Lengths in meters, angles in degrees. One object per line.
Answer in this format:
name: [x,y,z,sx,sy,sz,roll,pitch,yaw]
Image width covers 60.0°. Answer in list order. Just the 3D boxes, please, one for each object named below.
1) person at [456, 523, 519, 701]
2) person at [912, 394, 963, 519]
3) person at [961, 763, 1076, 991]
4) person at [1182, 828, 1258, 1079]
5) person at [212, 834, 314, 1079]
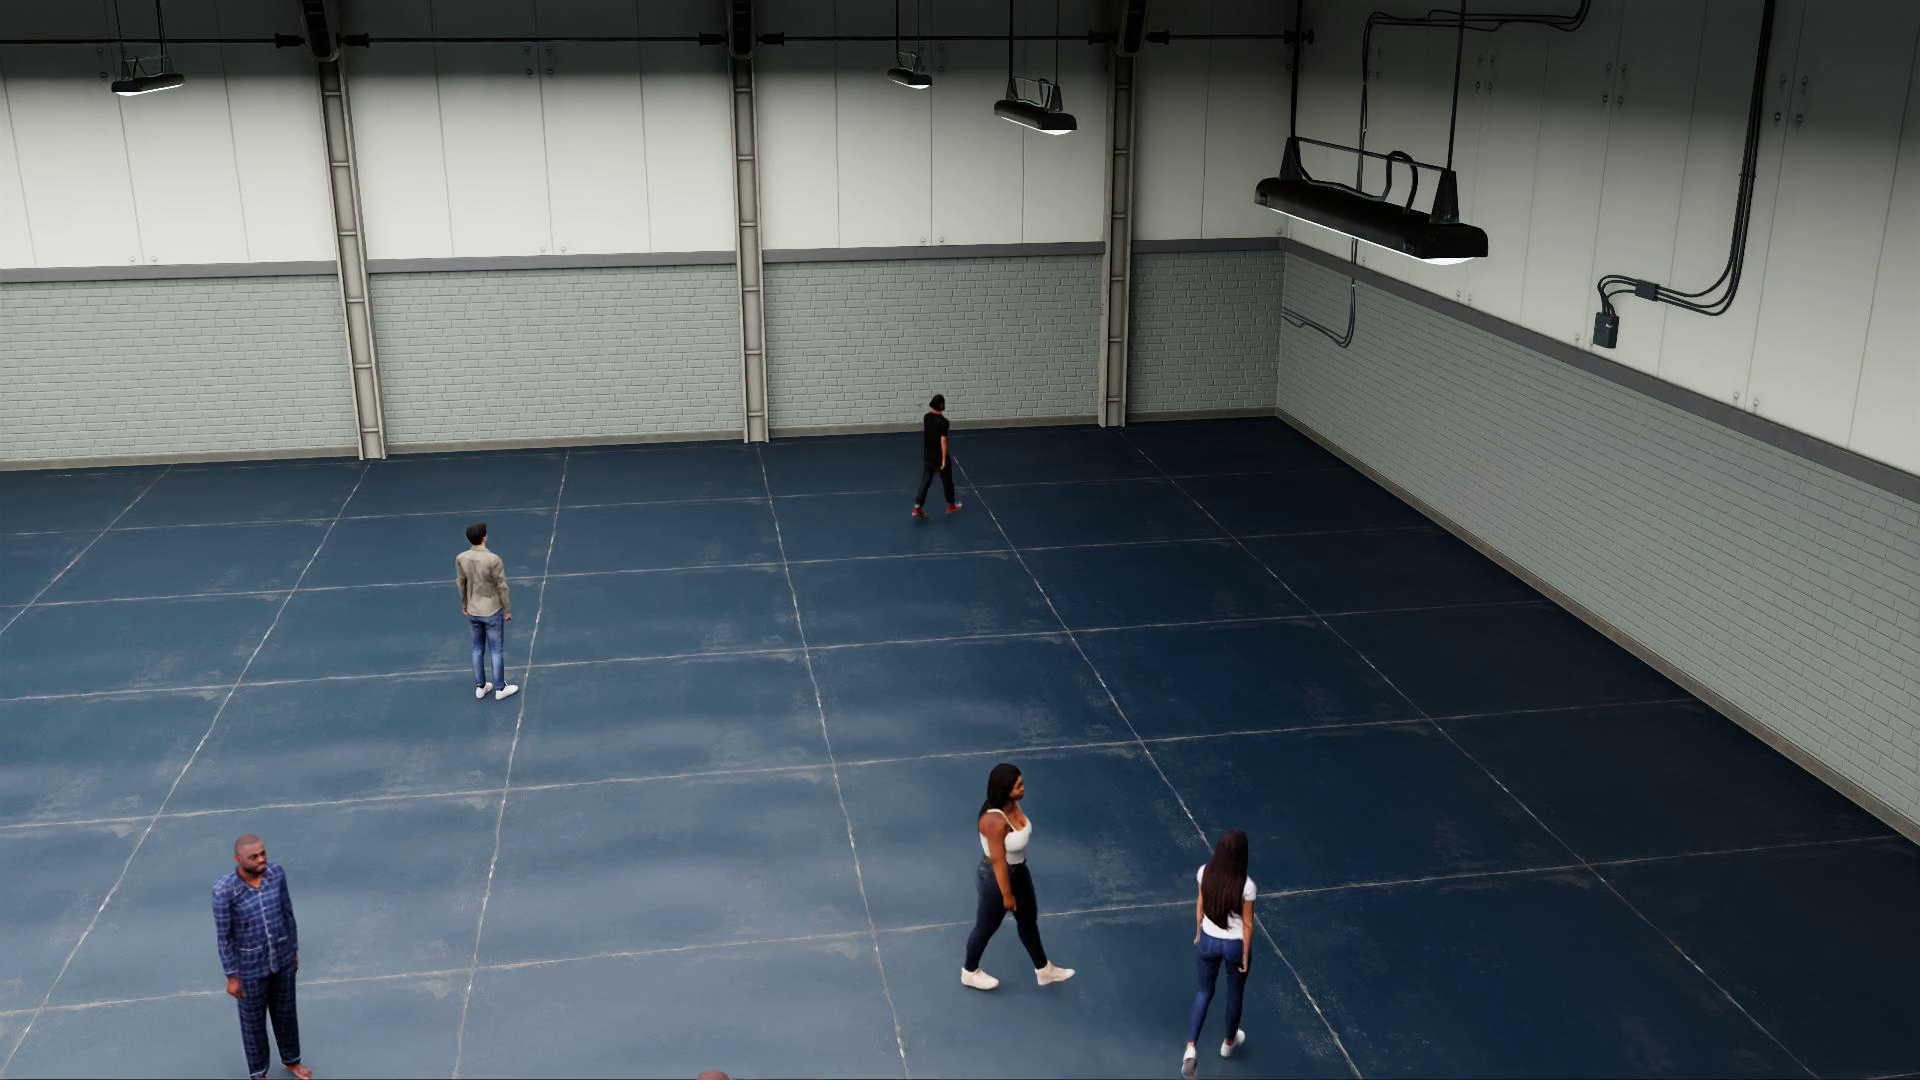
person: [-4.857,0.724,16.965,0.680,1.864,0.845,4,19,13]
person: [-0.392,-1.118,22.839,1.100,1.728,1.201,14,23,37]
person: [0.203,2.420,11.894,1.149,1.779,0.983,6,19,19]
person: [1.692,2.737,10.957,1.034,1.756,1.063,11,21,31]
person: [-4.562,2.737,10.851,0.832,1.822,0.745,16,24,40]
